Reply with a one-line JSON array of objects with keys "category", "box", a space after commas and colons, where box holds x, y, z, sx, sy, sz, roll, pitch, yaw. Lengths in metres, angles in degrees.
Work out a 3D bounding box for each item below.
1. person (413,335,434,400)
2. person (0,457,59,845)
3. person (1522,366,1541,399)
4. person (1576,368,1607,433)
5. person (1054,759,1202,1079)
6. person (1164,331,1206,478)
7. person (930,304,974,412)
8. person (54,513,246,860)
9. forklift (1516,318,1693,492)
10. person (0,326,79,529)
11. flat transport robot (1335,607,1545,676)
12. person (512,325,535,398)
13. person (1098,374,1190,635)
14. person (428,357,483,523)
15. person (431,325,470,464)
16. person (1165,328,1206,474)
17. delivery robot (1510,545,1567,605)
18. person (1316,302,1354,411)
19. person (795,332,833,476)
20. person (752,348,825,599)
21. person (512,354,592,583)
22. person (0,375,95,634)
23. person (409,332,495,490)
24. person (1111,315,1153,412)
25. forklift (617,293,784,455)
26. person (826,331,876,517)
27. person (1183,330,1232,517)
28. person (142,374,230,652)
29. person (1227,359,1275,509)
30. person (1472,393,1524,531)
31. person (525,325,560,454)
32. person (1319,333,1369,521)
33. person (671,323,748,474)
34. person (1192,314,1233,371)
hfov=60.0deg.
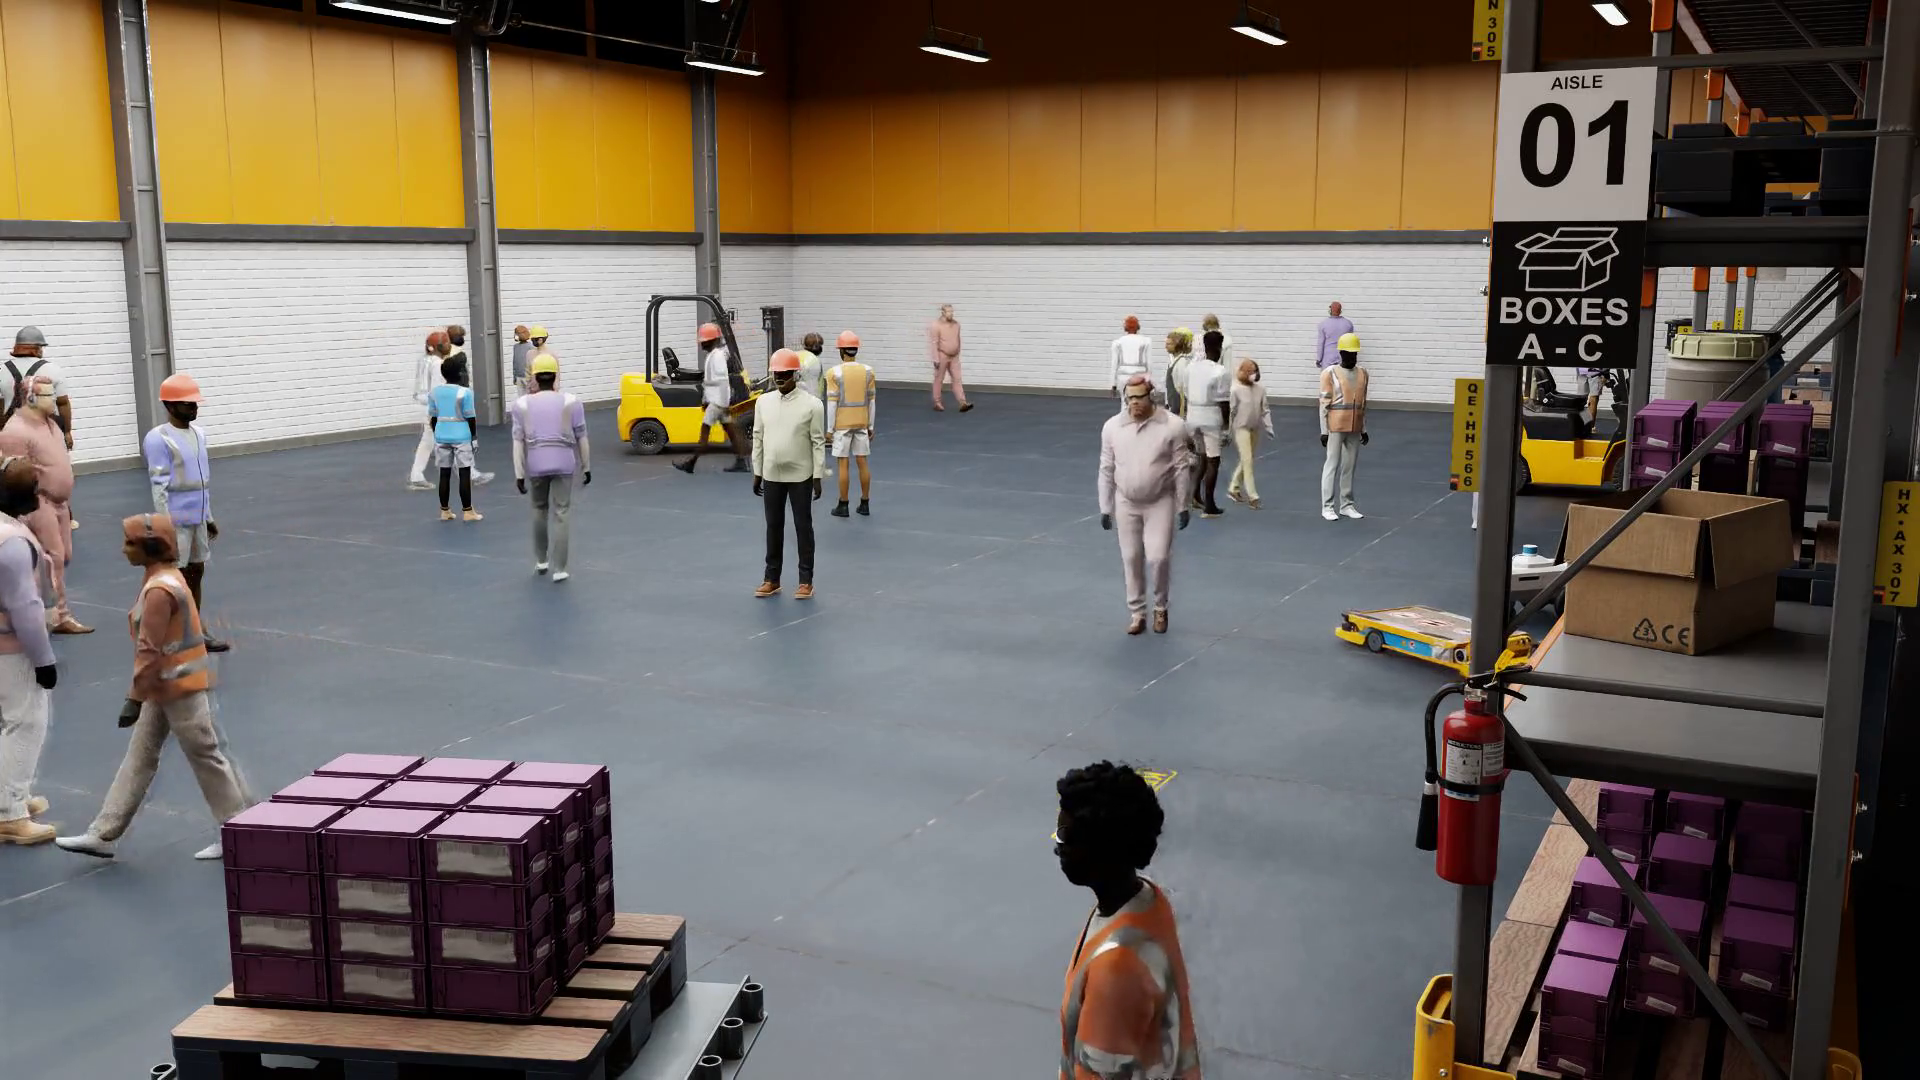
[{"category": "person", "box": [-7.359, -2.053, 23.237, 0.515, 1.603, 0.794, 1, 10, 8]}, {"category": "person", "box": [-4.469, 0.504, 7.848, 0.696, 1.811, 0.431, 9, 13, 42]}, {"category": "person", "box": [7.260, -1.834, 21.339, 0.404, 1.823, 0.590, -1, 10, -4]}, {"category": "person", "box": [9.268, -2.464, 24.337, 0.384, 2.039, 0.616, -4, 10, -20]}, {"category": "person", "box": [0.272, 1.299, 3.608, 0.739, 1.664, 0.551, 1, 10, 4]}, {"category": "person", "box": [2.695, -1.603, 19.995, 0.790, 1.827, 0.517, 0, 10, 0]}, {"category": "person", "box": [-0.176, -3.127, 28.680, 0.678, 1.857, 0.959, -7, 12, -35]}, {"category": "person", "box": [-3.617, 0.684, 7.392, 0.856, 1.596, 0.520, -5, 11, -27]}, {"category": "forklift", "box": [7.066, -1.601, 18.899, 2.313, 2.155, 1.214, 5, 11, 27]}, {"category": "person", "box": [-9.092, -1.092, 16.397, 0.700, 2.000, 0.538, -1, 10, -8]}, {"category": "flat transport robot", "box": [3.281, 0.671, 11.308, 0.652, 0.197, 1.431, -5, 11, -28]}, {"category": "person", "box": [-6.745, -2.506, 25.758, 0.507, 1.631, 0.266, 7, 12, 36]}, {"category": "person", "box": [1.304, -0.245, 11.939, 0.662, 1.885, 0.432, 3, 10, 19]}, {"category": "person", "box": [-5.147, -1.015, 16.947, 0.536, 1.697, 0.318, 3, 10, 16]}, {"category": "person", "box": [-6.588, -1.874, 21.565, 0.480, 1.822, 0.652, -8, 13, -40]}, {"category": "person", "box": [2.784, -1.737, 20.766, 0.403, 1.822, 0.588, -9, 14, -43]}, {"category": "delivery robot", "box": [4.266, 0.280, 12.479, 0.707, 0.478, 0.477, -3, 10, -19]}, {"category": "person", "box": [6.462, -3.161, 28.765, 0.641, 1.909, 0.409, -1, 10, -8]}, {"category": "person", "box": [-1.973, -1.631, 20.253, 0.867, 1.799, 0.638, -8, 12, -37]}, {"category": "person", "box": [-1.373, -0.523, 13.233, 0.611, 1.996, 0.379, 3, 10, 16]}, {"category": "person", "box": [-3.454, -0.621, 14.117, 0.613, 1.891, 0.885, -1, 10, -6]}, {"category": "person", "box": [-6.662, -0.243, 11.945, 0.669, 1.889, 0.648, -1, 10, -5]}, {"category": "person", "box": [-5.973, -1.494, 19.325, 0.980, 1.829, 0.628, -4, 11, -23]}, {"category": "person", "box": [2.435, -2.244, 23.567, 0.603, 1.865, 0.409, 3, 10, 19]}, {"category": "forklift", "box": [-3.588, -2.317, 23.042, 2.313, 2.155, 1.214, -1, 10, -5]}, {"category": "person", "box": [-1.155, -1.206, 17.357, 0.552, 1.934, 0.363, -5, 11, -28]}, {"category": "person", "box": [2.600, -1.218, 17.406, 0.477, 1.941, 0.621, -8, 13, -39]}, {"category": "person", "box": [-5.231, -0.155, 11.265, 0.366, 1.939, 0.542, 2, 10, 10]}, {"category": "person", "box": [3.133, -1.169, 18.097, 0.507, 1.603, 0.744, -6, 11, -30]}, {"category": "person", "box": [5.286, -0.961, 16.442, 0.533, 1.765, 0.329, 5, 11, 24]}, {"category": "person", "box": [-5.681, -2.028, 22.612, 0.528, 1.767, 0.329, 4, 11, 23]}, {"category": "person", "box": [3.972, -1.166, 17.149, 0.594, 1.925, 0.368, -5, 11, -26]}, {"category": "person", "box": [-3.114, -1.743, 20.643, 1.002, 1.867, 0.592, -2, 10, -10]}, {"category": "person", "box": [3.513, -2.224, 23.408, 0.631, 1.875, 0.978, 2, 10, 11]}]
